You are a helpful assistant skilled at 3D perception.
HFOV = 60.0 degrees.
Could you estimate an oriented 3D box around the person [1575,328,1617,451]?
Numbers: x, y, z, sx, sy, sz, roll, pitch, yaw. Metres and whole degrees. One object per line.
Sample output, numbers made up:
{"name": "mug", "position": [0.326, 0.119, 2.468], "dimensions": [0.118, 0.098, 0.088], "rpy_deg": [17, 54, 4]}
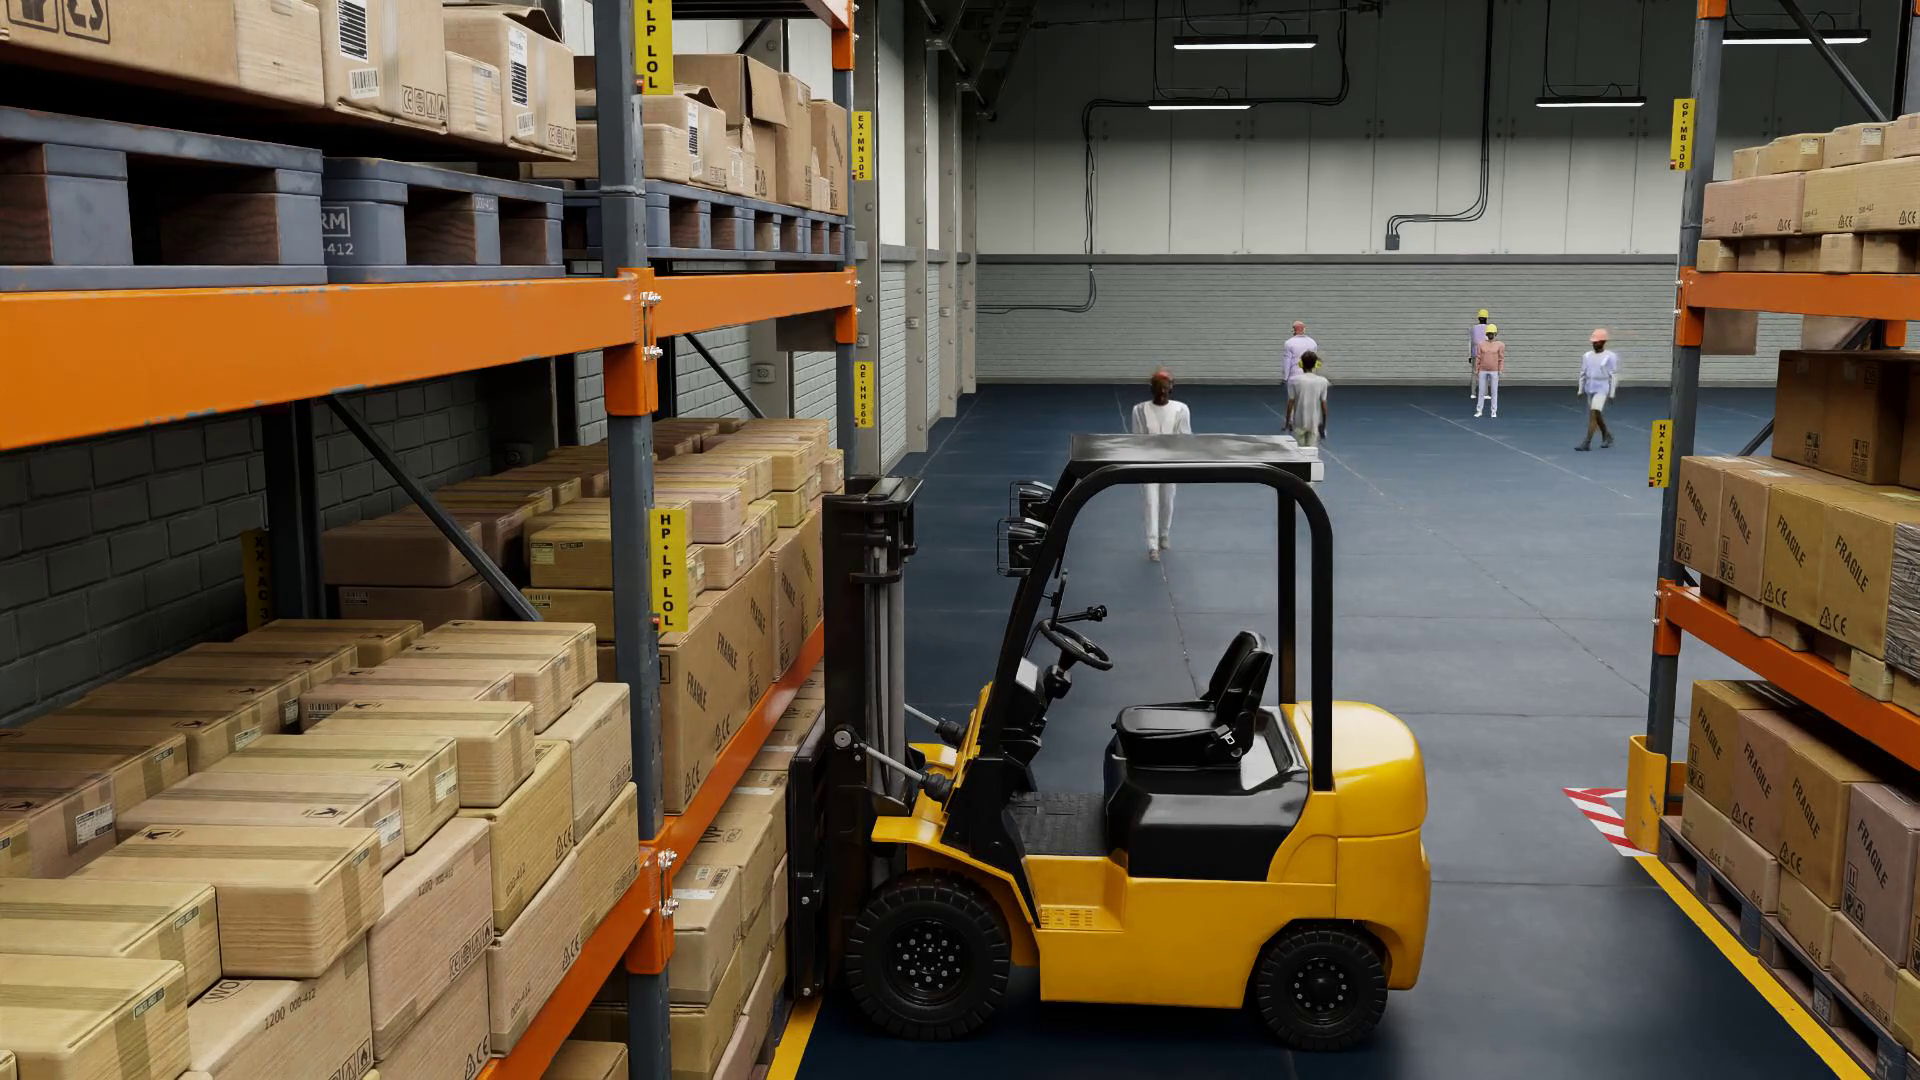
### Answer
{"name": "person", "position": [9.942, -2.342, 25.873], "dimensions": [0.960, 1.905, 0.551], "rpy_deg": [-6, 11, -34]}

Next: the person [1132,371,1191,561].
{"name": "person", "position": [1.987, -0.757, 16.447], "dimensions": [0.590, 1.851, 0.949], "rpy_deg": [1, 9, 4]}

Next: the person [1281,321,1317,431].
{"name": "person", "position": [5.847, -2.831, 28.816], "dimensions": [0.644, 1.904, 0.399], "rpy_deg": [-4, 10, -20]}

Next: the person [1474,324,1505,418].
{"name": "person", "position": [9.996, -3.194, 31.422], "dimensions": [0.525, 1.772, 0.307], "rpy_deg": [5, 10, 26]}

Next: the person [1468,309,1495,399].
{"name": "person", "position": [11.202, -3.987, 35.733], "dimensions": [0.588, 1.930, 0.362], "rpy_deg": [7, 11, 35]}

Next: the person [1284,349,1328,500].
{"name": "person", "position": [4.168, -1.371, 20.089], "dimensions": [0.553, 1.861, 0.423], "rpy_deg": [-1, 9, -4]}
